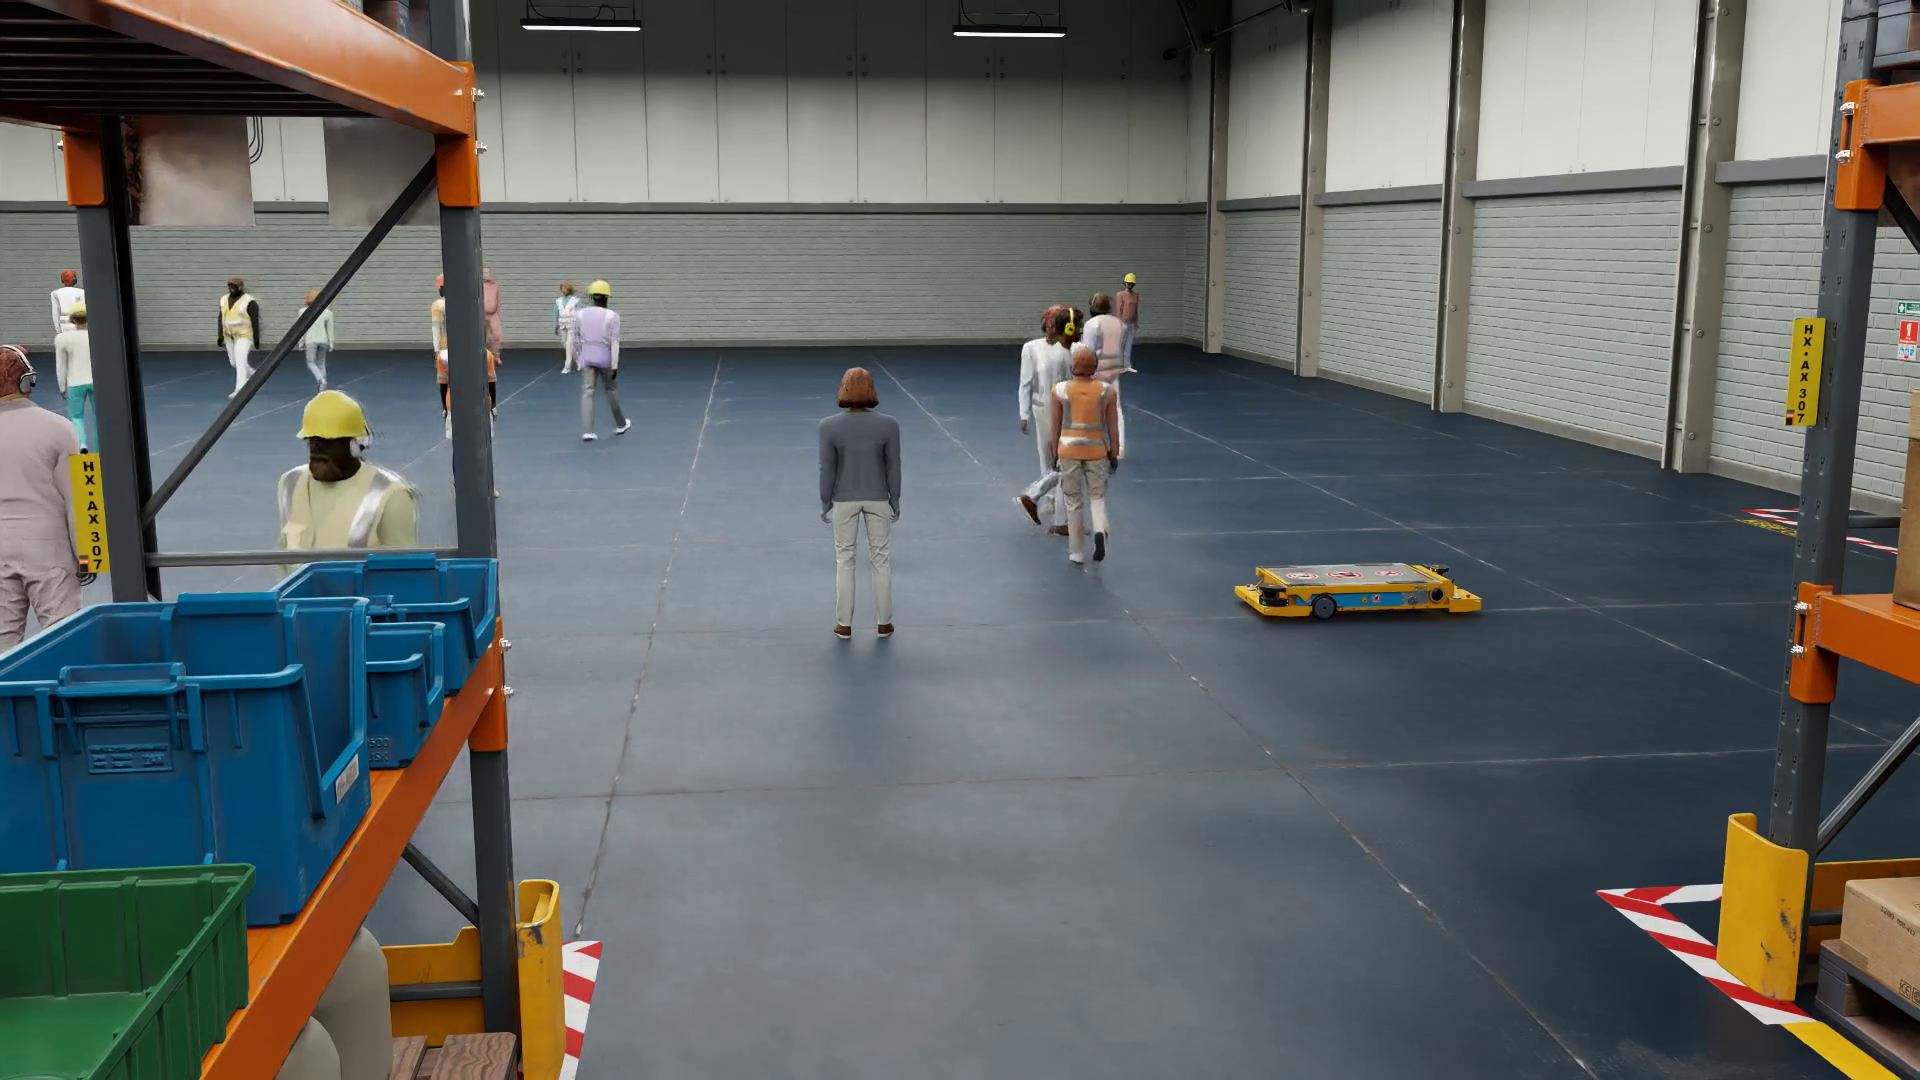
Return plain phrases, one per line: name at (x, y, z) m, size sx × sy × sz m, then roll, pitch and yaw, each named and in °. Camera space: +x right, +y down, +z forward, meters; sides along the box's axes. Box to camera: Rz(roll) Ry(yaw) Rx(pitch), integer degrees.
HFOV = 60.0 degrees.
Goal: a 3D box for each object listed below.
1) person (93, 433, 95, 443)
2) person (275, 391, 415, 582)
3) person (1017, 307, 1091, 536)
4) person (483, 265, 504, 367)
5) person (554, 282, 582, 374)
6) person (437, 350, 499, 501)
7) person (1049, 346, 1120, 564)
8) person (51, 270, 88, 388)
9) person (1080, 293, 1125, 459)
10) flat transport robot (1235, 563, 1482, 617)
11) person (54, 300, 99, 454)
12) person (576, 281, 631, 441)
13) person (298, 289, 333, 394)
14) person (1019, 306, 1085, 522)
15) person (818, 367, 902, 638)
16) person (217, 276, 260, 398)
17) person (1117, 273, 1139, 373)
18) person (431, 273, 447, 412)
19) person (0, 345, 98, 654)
person at (-9.887, -1.857, 19.122) m, size 0.769 × 1.597 × 0.512 m, roll 8°, pitch 13°, yaw 39°
person at (-2.423, 0.299, 6.645) m, size 0.607 × 1.817 × 0.561 m, roll 3°, pitch 11°, yaw 16°
person at (0.778, -0.946, 13.387) m, size 0.522 × 1.848 × 0.558 m, roll 1°, pitch 10°, yaw 6°
person at (-8.729, -4.136, 30.770) m, size 0.647 × 1.884 × 0.590 m, roll -9°, pitch 14°, yaw -42°
person at (-6.926, -3.774, 29.546) m, size 0.522 × 1.609 × 0.739 m, roll 4°, pitch 11°, yaw 21°
person at (-4.480, -1.197, 15.181) m, size 0.532 × 1.696 × 0.319 m, roll -1°, pitch 10°, yaw -7°
person at (0.910, -0.599, 12.114) m, size 0.513 × 1.622 × 0.503 m, roll 0°, pitch 10°, yaw -2°
person at (-14.125, -3.357, 26.514) m, size 0.574 × 1.883 × 0.356 m, roll -1°, pitch 10°, yaw -7°
person at (1.492, -1.792, 18.184) m, size 0.644 × 1.786 × 0.972 m, roll -8°, pitch 13°, yaw -39°
flat transport robot at (2.570, 0.315, 10.798) m, size 1.431 × 0.197 × 0.652 m, roll -1°, pitch 10°, yaw -7°
person at (-9.072, -1.605, 17.273) m, size 0.535 × 1.752 × 0.459 m, roll -6°, pitch 12°, yaw -28°
person at (-4.288, -2.149, 19.906) m, size 0.595 × 1.871 × 1.020 m, roll 2°, pitch 11°, yaw 11°
person at (-9.701, -2.974, 25.123) m, size 0.505 × 1.619 × 0.578 m, roll -9°, pitch 13°, yaw -40°
person at (0.809, -1.078, 14.173) m, size 0.594 × 1.815 × 1.058 m, roll 2°, pitch 11°, yaw 10°
person at (-0.598, -0.219, 9.985) m, size 0.497 × 1.635 × 0.286 m, roll -1°, pitch 10°, yaw -7°
person at (-10.863, -3.079, 25.172) m, size 0.617 × 1.822 × 0.797 m, roll 3°, pitch 11°, yaw 17°
person at (2.984, -3.842, 29.500) m, size 0.525 × 1.765 × 0.329 m, roll -8°, pitch 13°, yaw -39°
person at (-6.883, -2.660, 22.611) m, size 0.677 × 1.919 × 0.548 m, roll 8°, pitch 13°, yaw 39°
person at (-4.368, 0.046, 7.793) m, size 0.640 × 1.909 × 0.409 m, roll -1°, pitch 10°, yaw -7°
